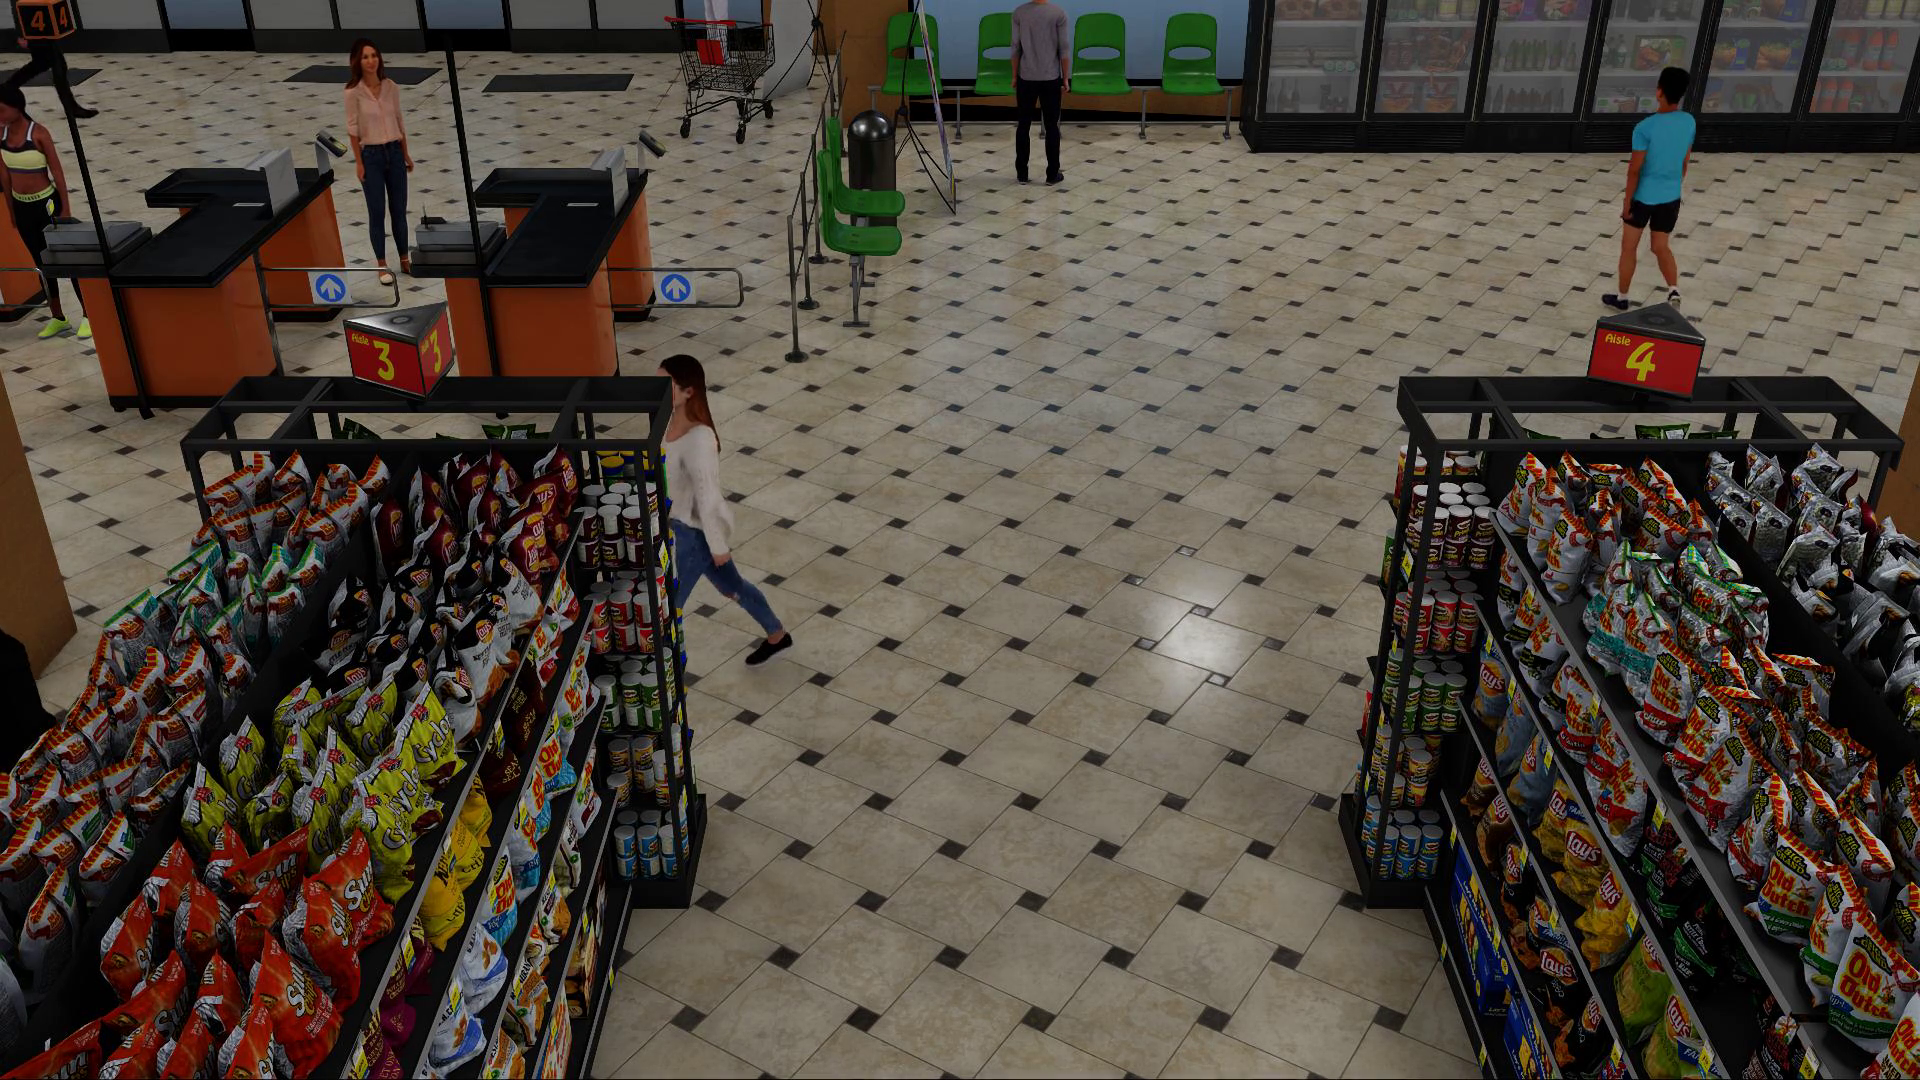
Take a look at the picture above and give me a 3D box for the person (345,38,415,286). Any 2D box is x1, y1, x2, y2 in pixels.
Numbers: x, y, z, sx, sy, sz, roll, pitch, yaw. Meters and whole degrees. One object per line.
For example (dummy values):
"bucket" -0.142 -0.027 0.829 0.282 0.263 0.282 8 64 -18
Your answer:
"person" -4.295 -2.812 12.329 0.669 1.792 0.720 -23 36 -36

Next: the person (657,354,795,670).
"person" -1.101 -0.043 7.407 0.980 1.648 1.147 -12 31 -21

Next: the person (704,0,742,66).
"person" -2.758 -6.294 18.607 0.803 1.887 0.703 -18 33 -29

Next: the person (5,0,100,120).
"person" -9.201 -5.042 16.397 0.998 1.807 1.167 -9 30 -17

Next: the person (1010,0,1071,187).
"person" 0.686 -4.035 14.515 0.701 1.843 0.591 5 29 10

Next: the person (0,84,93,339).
"person" -6.238 -2.233 11.308 0.569 1.754 0.508 1 29 2

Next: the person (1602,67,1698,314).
"person" 4.847 -2.329 11.481 0.701 1.756 1.042 -4 29 -7
